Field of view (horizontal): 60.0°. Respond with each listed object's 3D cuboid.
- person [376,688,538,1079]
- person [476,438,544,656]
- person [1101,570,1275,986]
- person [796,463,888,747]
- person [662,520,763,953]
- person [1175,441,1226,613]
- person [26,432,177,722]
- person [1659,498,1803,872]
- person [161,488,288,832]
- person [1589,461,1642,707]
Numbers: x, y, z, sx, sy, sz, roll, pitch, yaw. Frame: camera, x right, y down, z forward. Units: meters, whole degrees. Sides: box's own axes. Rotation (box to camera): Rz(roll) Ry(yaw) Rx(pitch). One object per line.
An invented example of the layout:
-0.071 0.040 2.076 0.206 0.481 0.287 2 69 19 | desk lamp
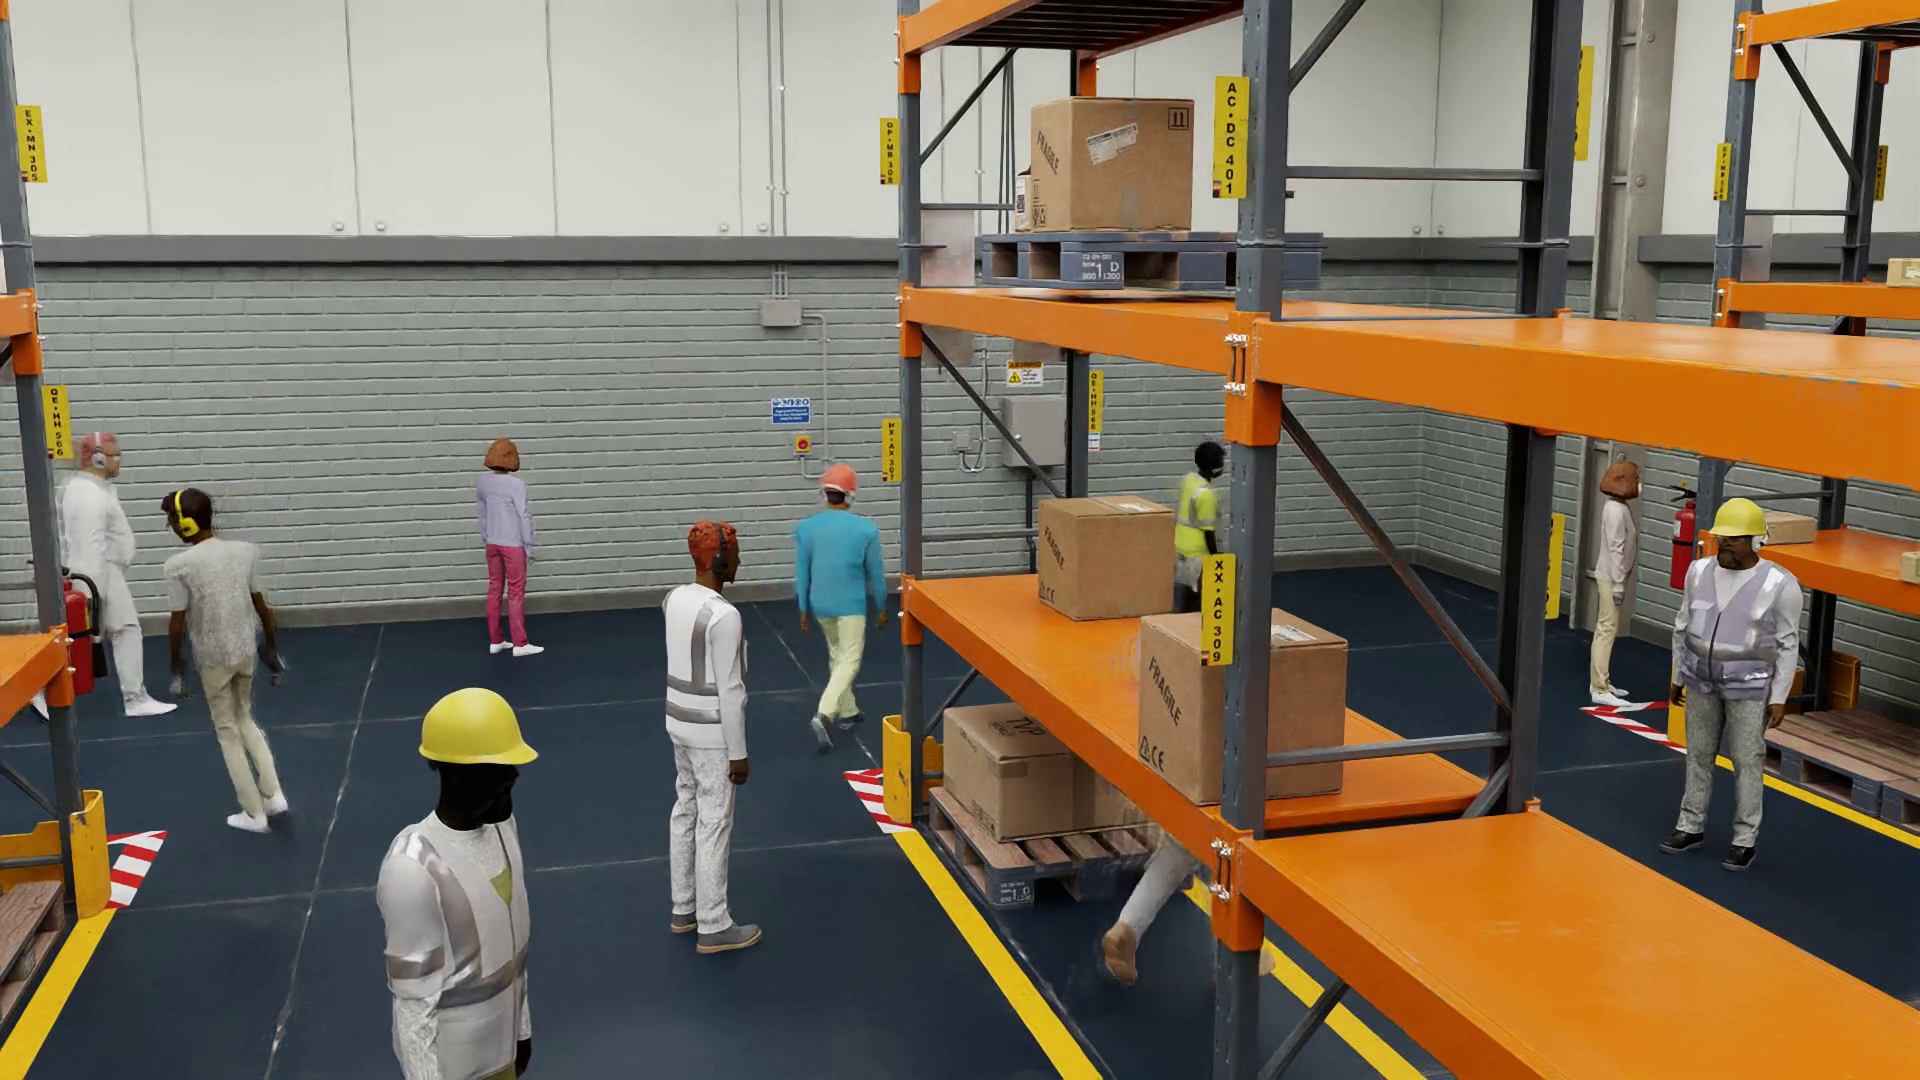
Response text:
-1.275 1.326 4.378 0.388 1.922 0.589 2 10 10 | person
-3.379 0.054 12.423 0.500 1.633 0.285 6 11 29 | person
0.963 0.962 6.730 0.758 1.821 0.633 -8 13 -38 | person
-0.758 0.386 10.274 0.554 1.725 0.806 4 11 23 | person
-1.094 0.845 7.231 0.348 1.878 0.580 -7 12 -35 | person
1.736 0.098 12.100 0.328 1.662 0.617 -1 10 -8 | person
-5.590 0.247 10.631 0.838 1.879 0.633 -7 12 -35 | person
3.773 0.699 8.180 0.404 1.831 0.600 -8 13 -39 | person
-3.788 0.632 8.567 0.376 1.835 0.572 6 12 30 | person
4.385 0.282 11.117 0.286 1.636 0.499 4 11 19 | person
